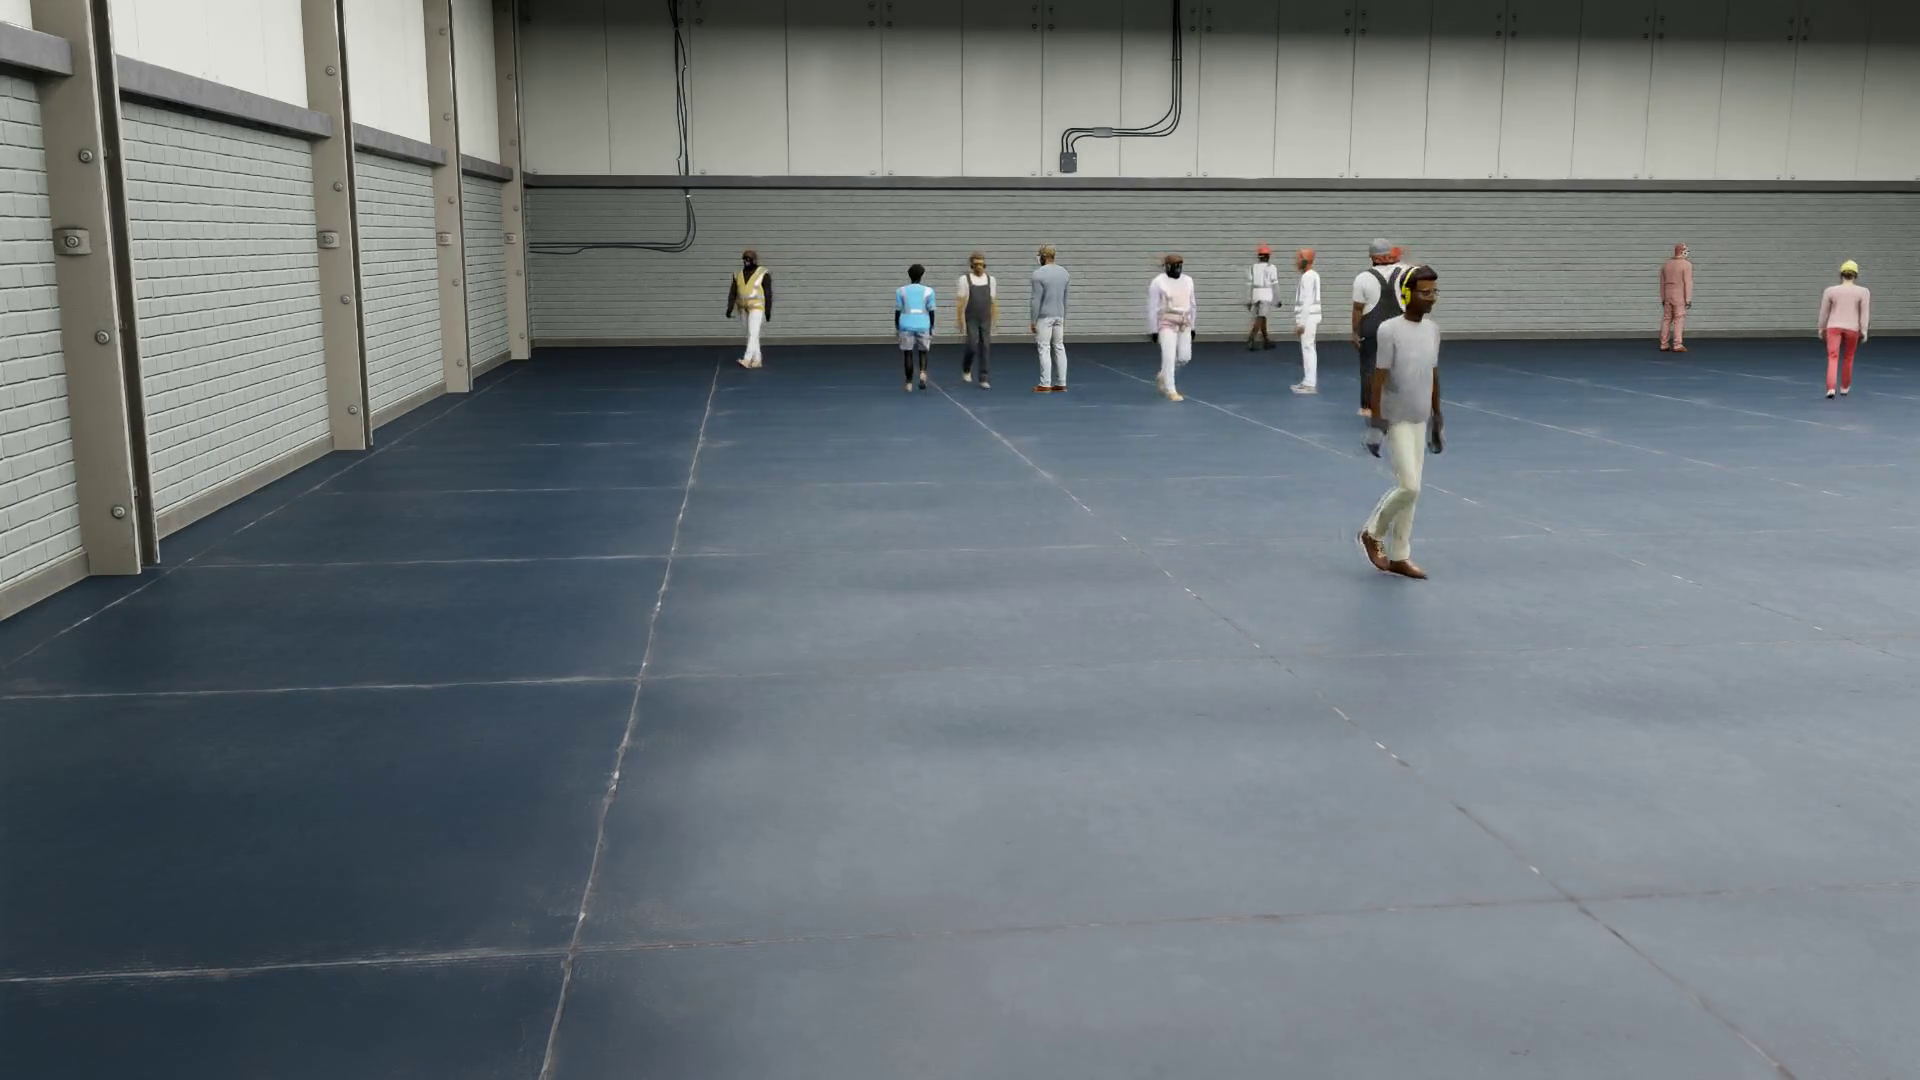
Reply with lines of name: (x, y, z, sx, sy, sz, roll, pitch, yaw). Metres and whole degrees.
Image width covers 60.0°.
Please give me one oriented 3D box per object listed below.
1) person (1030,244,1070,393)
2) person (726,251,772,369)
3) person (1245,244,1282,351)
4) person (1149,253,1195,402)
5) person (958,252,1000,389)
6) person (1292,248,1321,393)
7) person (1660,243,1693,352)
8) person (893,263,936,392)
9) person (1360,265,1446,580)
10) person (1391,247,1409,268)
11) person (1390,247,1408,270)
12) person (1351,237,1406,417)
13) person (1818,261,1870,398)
person: (1.160, -2.866, 21.603, 0.625, 1.932, 0.360, -8, 13, -37)
person: (-3.268, -3.520, 25.532, 0.623, 1.794, 0.945, 5, 11, 24)
person: (5.359, -4.308, 29.619, 0.991, 1.896, 0.558, -9, 14, -40)
person: (2.615, -2.638, 20.615, 0.642, 1.829, 0.580, -5, 12, -27)
person: (0.238, -2.937, 22.280, 0.535, 1.829, 0.482, -3, 11, -18)
person: (4.524, -2.854, 21.651, 0.338, 1.882, 0.582, 4, 11, 20)
person: (12.645, -4.261, 29.299, 0.400, 1.907, 0.645, -4, 11, -21)
person: (-0.596, -2.763, 21.717, 0.547, 1.682, 0.369, -1, 10, -5)
person: (2.656, -0.683, 9.816, 0.552, 1.856, 0.403, -8, 13, -36)
person: (6.942, -3.721, 26.473, 0.647, 1.863, 0.983, -8, 13, -37)
person: (6.659, -3.567, 25.589, 0.673, 1.870, 0.451, -5, 11, -26)
person: (4.712, -2.385, 18.646, 0.695, 2.000, 0.640, -1, 10, -3)
person: (11.182, -2.665, 21.062, 0.555, 1.720, 0.913, 5, 12, 27)
